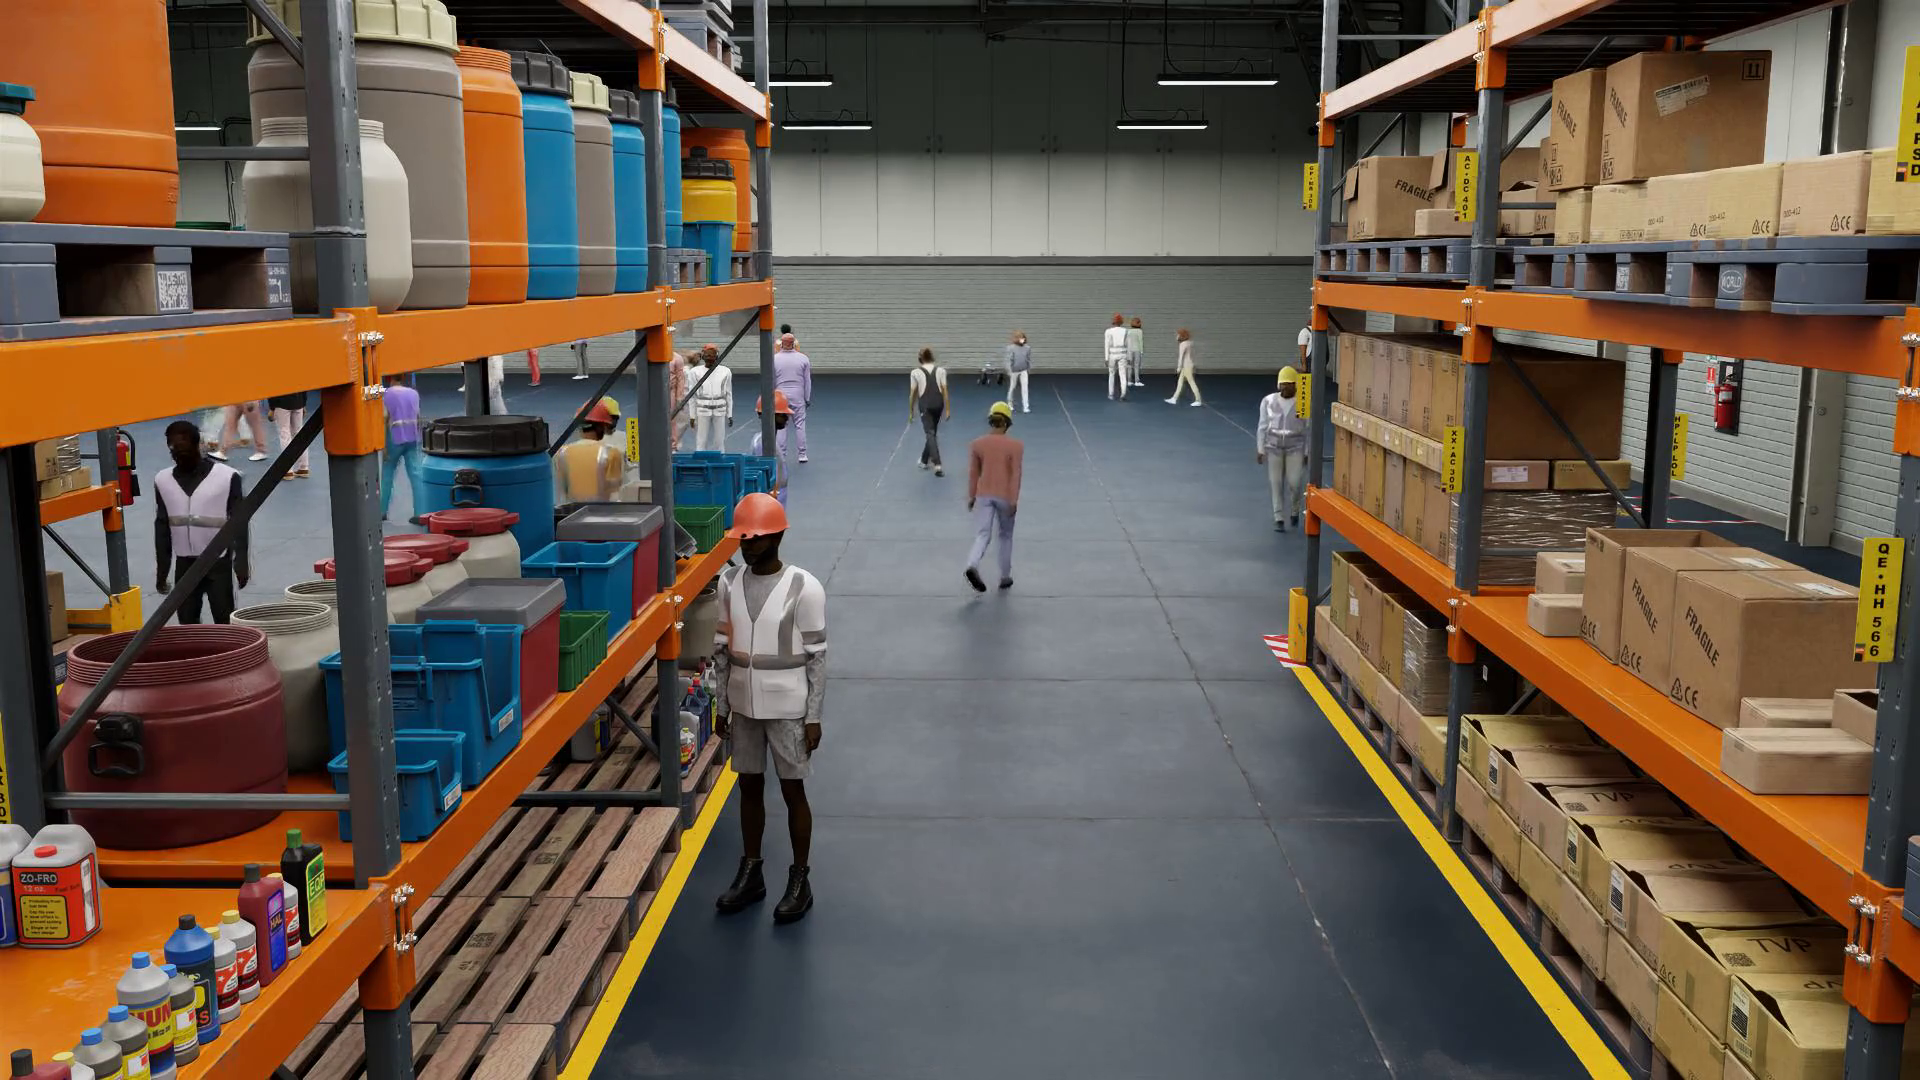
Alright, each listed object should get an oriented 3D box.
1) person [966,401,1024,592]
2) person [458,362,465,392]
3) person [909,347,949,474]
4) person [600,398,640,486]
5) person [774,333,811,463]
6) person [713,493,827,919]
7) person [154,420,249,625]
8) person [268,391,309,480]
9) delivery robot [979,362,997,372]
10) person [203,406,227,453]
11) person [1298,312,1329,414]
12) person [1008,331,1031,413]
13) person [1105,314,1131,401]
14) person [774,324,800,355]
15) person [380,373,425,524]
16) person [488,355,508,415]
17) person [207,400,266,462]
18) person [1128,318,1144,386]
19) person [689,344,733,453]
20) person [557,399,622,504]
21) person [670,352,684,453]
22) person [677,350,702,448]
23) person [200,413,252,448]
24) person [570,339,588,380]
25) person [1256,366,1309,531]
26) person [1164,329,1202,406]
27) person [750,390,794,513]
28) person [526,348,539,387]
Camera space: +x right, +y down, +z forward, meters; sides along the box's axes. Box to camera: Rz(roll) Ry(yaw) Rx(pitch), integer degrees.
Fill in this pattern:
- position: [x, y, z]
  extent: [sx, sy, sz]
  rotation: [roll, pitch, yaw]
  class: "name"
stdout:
- position: [0.276, -0.377, 14.919]
  extent: [0.533, 1.716, 0.815]
  rotation: [3, 10, 20]
  class: "person"
- position: [-11.414, -4.261, 38.193]
  extent: [0.316, 1.697, 0.540]
  rotation: [-1, 10, -7]
  class: "person"
- position: [-0.424, -1.826, 23.450]
  extent: [0.519, 1.768, 1.042]
  rotation: [-3, 10, -18]
  class: "person"
- position: [-3.151, -0.433, 15.167]
  extent: [0.905, 1.719, 0.538]
  rotation: [8, 13, 41]
  class: "person"
- position: [-2.520, -2.094, 24.586]
  extent: [0.636, 1.911, 0.404]
  rotation: [-2, 10, -9]
  class: "person"
- position: [-0.875, 0.745, 7.489]
  extent: [0.553, 1.935, 0.362]
  rotation: [4, 10, 23]
  class: "person"
- position: [-5.101, 0.147, 11.221]
  extent: [0.627, 1.897, 0.404]
  rotation: [0, 9, 1]
  class: "person"
- position: [-9.206, -1.828, 22.729]
  extent: [0.396, 1.993, 0.617]
  rotation: [5, 11, 28]
  class: "person"
- position: [0.686, -4.194, 40.278]
  extent: [0.335, 0.223, 0.698]
  rotation: [4, 10, 23]
  class: "delivery robot"
- position: [-11.622, -2.316, 25.873]
  extent: [0.460, 1.923, 0.646]
  rotation: [-5, 11, -30]
  class: "person"
- position: [6.927, -3.438, 32.367]
  extent: [0.681, 2.000, 0.538]
  rotation: [-7, 12, -37]
  class: "person"
- position: [1.158, -3.355, 33.082]
  extent: [0.501, 1.596, 0.837]
  rotation: [-3, 10, -17]
  class: "person"
- position: [3.419, -3.944, 35.871]
  extent: [0.589, 1.851, 0.948]
  rotation: [-1, 10, -7]
  class: "person"
- position: [-3.595, -3.635, 34.449]
  extent: [0.550, 1.686, 0.369]
  rotation: [-2, 10, -10]
  class: "person"
- position: [-6.419, -1.099, 18.926]
  extent: [0.908, 1.801, 0.586]
  rotation: [7, 12, 36]
  class: "person"
- position: [-8.384, -2.964, 29.989]
  extent: [0.883, 1.845, 0.714]
  rotation: [-6, 11, -33]
  class: "person"
- position: [-10.690, -2.070, 24.545]
  extent: [0.674, 1.863, 0.932]
  rotation: [5, 11, 26]
  class: "person"
- position: [4.215, -4.515, 39.907]
  extent: [0.279, 1.633, 0.501]
  rotation: [-8, 12, -40]
  class: "person"
- position: [-3.303, -1.662, 22.077]
  extent: [0.584, 1.880, 0.337]
  rotation: [-3, 10, -16]
  class: "person"
- position: [-2.786, -0.128, 12.764]
  extent: [0.578, 1.914, 0.626]
  rotation: [3, 10, 15]
  class: "person"
- position: [-4.456, -2.136, 24.862]
  extent: [0.636, 1.903, 0.405]
  rotation: [1, 10, 7]
  class: "person"
- position: [-4.174, -2.149, 25.808]
  extent: [0.520, 1.616, 0.634]
  rotation: [-7, 12, -37]
  class: "person"
- position: [-11.841, -2.411, 26.539]
  extent: [0.946, 1.884, 0.599]
  rotation: [-5, 11, -27]
  class: "person"
- position: [-9.667, -5.035, 42.154]
  extent: [0.384, 1.924, 0.589]
  rotation: [5, 11, 25]
  class: "person"
- position: [3.569, -1.001, 18.316]
  extent: [0.597, 1.817, 0.433]
  rotation: [3, 10, 17]
  class: "person"
- position: [4.632, -3.556, 34.272]
  extent: [0.810, 1.581, 0.516]
  rotation: [3, 10, 16]
  class: "person"
- position: [-1.511, -0.241, 13.394]
  extent: [0.378, 1.936, 0.548]
  rotation: [-1, 10, -7]
  class: "person"
- position: [-10.225, -4.547, 39.775]
  extent: [0.435, 1.744, 0.621]
  rotation: [-8, 13, -41]
  class: "person"
